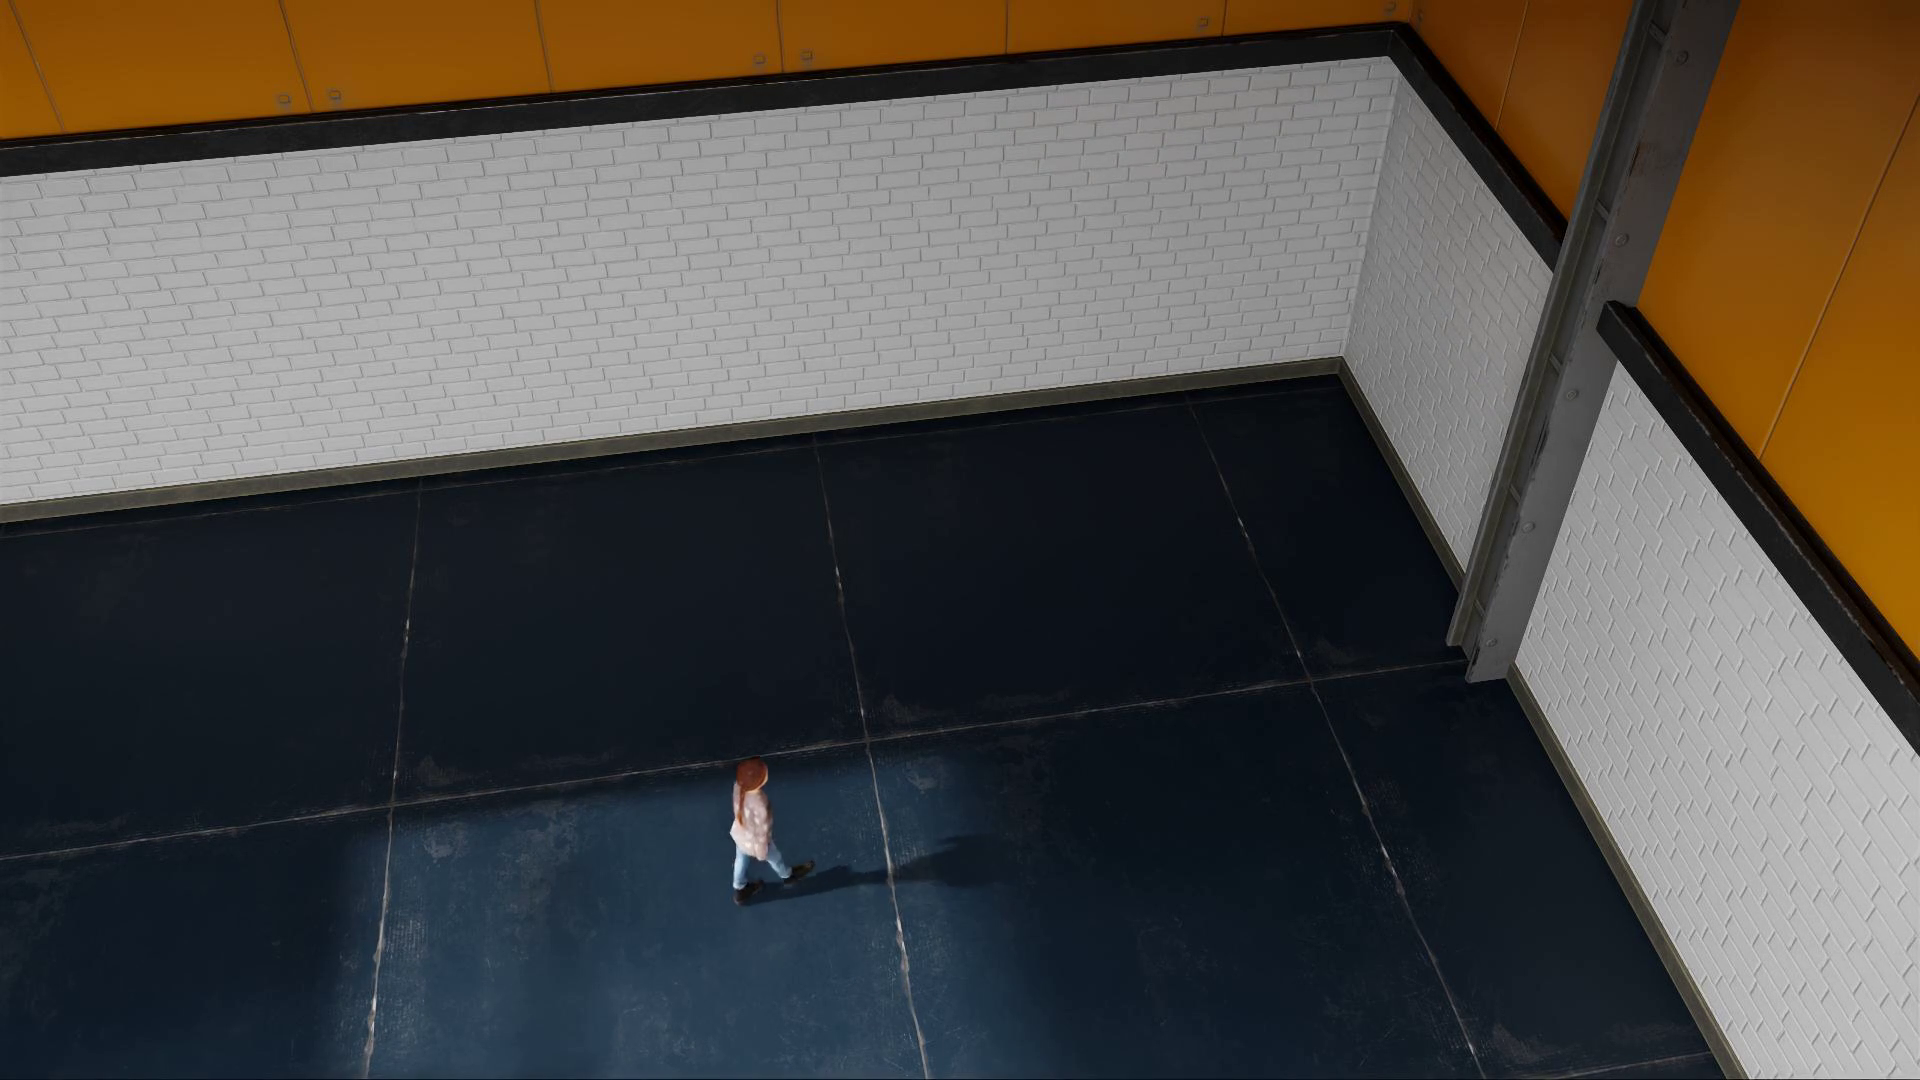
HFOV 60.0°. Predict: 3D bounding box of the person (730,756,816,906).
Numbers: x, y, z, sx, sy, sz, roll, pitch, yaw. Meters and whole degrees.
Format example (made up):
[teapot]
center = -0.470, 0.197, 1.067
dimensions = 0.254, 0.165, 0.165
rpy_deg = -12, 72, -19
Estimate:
[person]
center = -1.231, 1.703, 9.512
dimensions = 0.744, 1.173, 0.752
rpy_deg = -28, 50, -26
